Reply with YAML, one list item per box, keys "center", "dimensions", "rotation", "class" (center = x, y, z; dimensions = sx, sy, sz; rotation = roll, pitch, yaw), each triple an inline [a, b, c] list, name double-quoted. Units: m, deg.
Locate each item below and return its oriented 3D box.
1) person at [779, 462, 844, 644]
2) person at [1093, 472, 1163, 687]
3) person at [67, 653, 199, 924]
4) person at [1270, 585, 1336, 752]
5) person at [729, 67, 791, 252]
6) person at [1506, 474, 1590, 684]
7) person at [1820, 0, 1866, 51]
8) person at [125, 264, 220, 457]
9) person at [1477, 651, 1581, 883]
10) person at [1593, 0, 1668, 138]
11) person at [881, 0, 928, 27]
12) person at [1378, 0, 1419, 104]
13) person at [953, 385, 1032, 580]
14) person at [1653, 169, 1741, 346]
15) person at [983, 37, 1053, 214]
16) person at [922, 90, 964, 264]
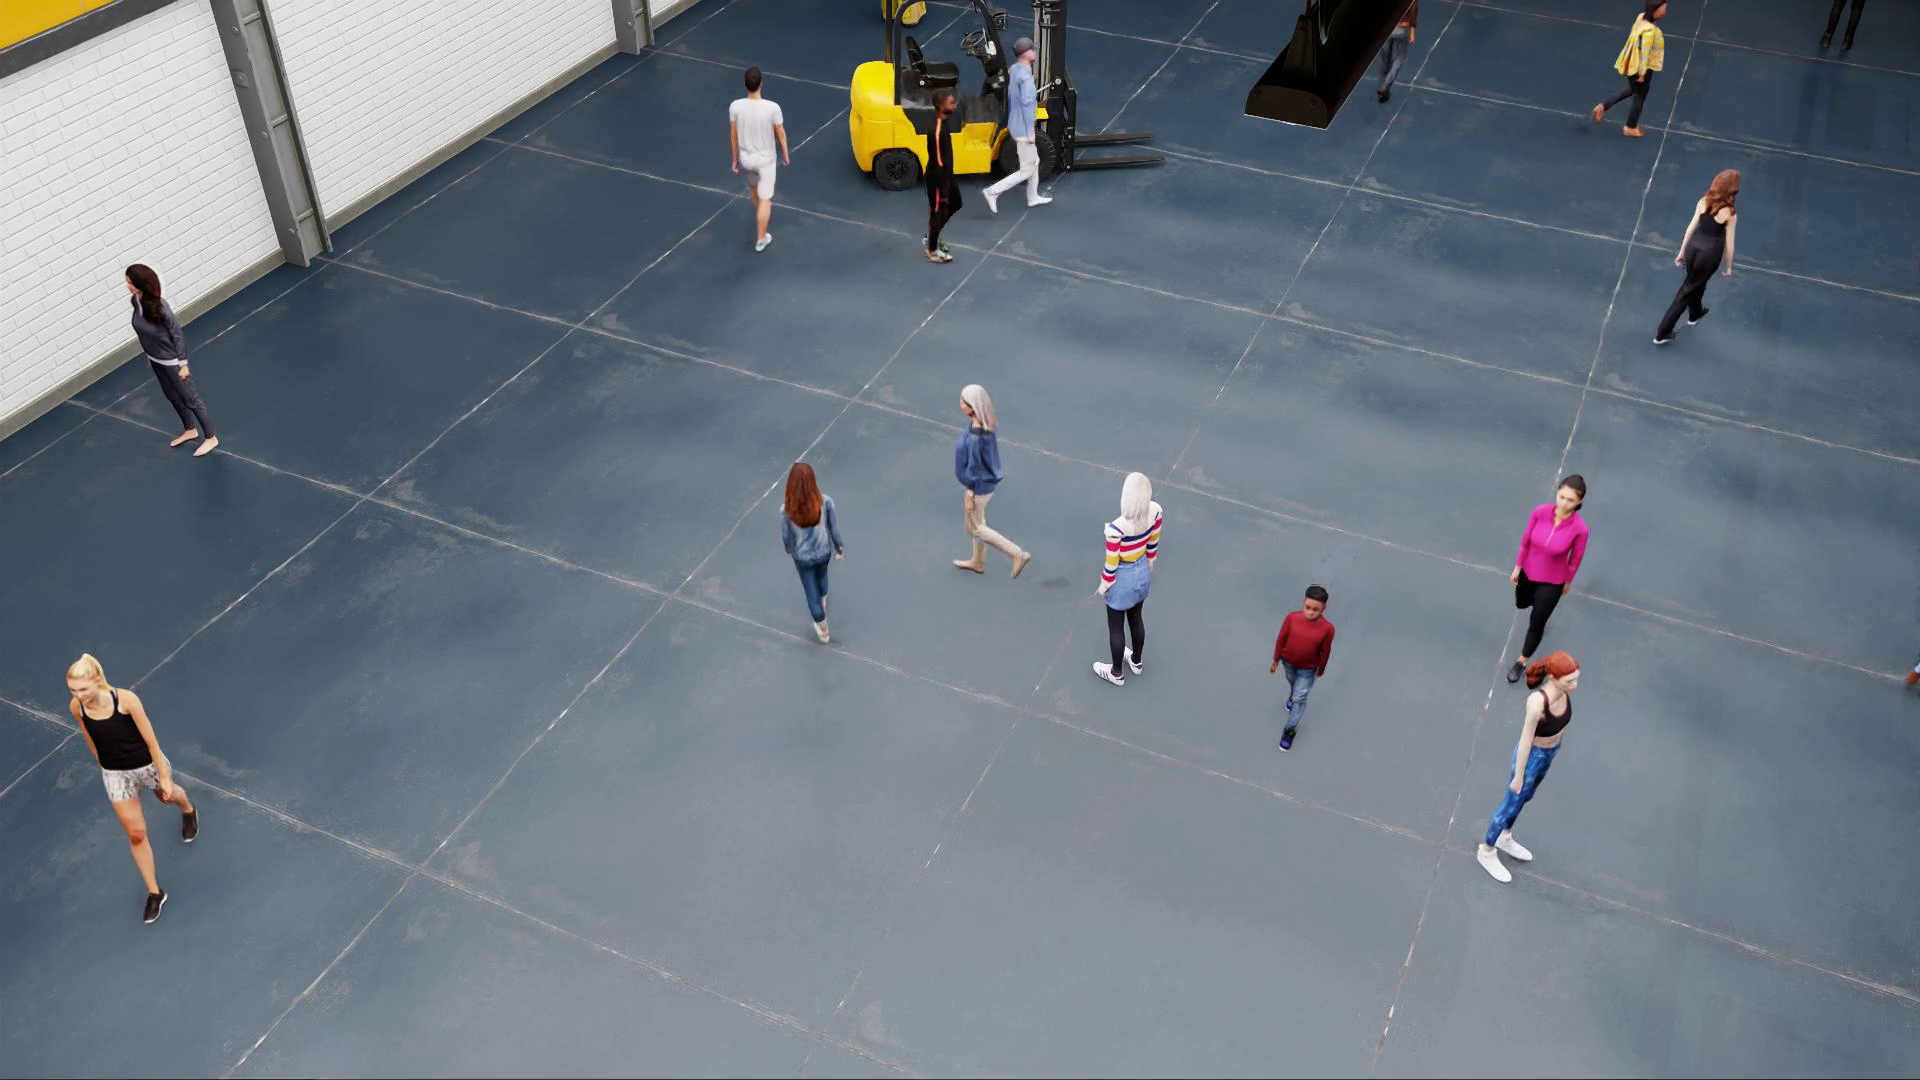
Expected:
- center: [-1.058, 0.139, 12.059]
  dimensions: [0.836, 1.458, 0.895]
  rotation: [-9, 40, -11]
  class: "person"
- center: [1.177, 0.262, 11.623]
  dimensions: [0.629, 1.809, 0.782]
  rotation: [-26, 45, -28]
  class: "person"
- center: [-5.059, 1.351, 10.267]
  dimensions: [1.067, 1.800, 1.249]
  rotation: [-5, 39, -7]
  class: "person"
- center: [2.359, 0.777, 11.437]
  dimensions: [0.565, 1.236, 0.877]
  rotation: [20, 43, 23]
  class: "person"
- center: [-2.047, -3.772, 16.667]
  dimensions: [0.896, 1.818, 1.179]
  rotation: [6, 39, 7]
  class: "person"
- center: [4.174, 0.204, 11.807]
  dimensions: [0.756, 1.680, 1.059]
  rotation: [28, 46, 30]
  class: "person"
- center: [11.214, -7.030, 20.778]
  dimensions: [0.628, 1.779, 0.584]
  rotation: [18, 42, 22]
  class: "person"
- center: [-6.610, -1.518, 13.885]
  dimensions: [0.627, 1.768, 0.524]
  rotation: [19, 42, 22]
  class: "person"
- center: [3.533, 1.368, 10.266]
  dimensions: [0.602, 1.785, 0.709]
  rotation: [-31, 48, -33]
  class: "person"
- center: [7.593, -5.327, 18.801]
  dimensions: [0.940, 1.584, 0.925]
  rotation: [3, 39, 3]
  class: "person"
- center: [-0.763, -7.495, 21.465]
  dimensions: [0.926, 1.659, 0.871]
  rotation: [27, 46, 29]
  class: "person"
- center: [5.049, -5.926, 19.400]
  dimensions: [0.717, 1.773, 0.756]
  rotation: [22, 44, 26]
  class: "person"
- center: [0.239, -0.399, 12.561]
  dimensions: [0.797, 1.682, 0.854]
  rotation: [7, 39, 9]
  class: "person"
- center: [6.717, -2.545, 15.216]
  dimensions: [1.107, 1.710, 0.937]
  rotation: [-22, 44, -25]
  class: "person"
- center: [0.586, -4.260, 17.240]
  dimensions: [1.051, 1.865, 1.065]
  rotation: [-7, 39, -8]
  class: "person"
- center: [-0.289, -3.585, 16.452]
  dimensions: [0.820, 1.795, 0.705]
  rotation: [4, 39, 5]
  class: "person"
